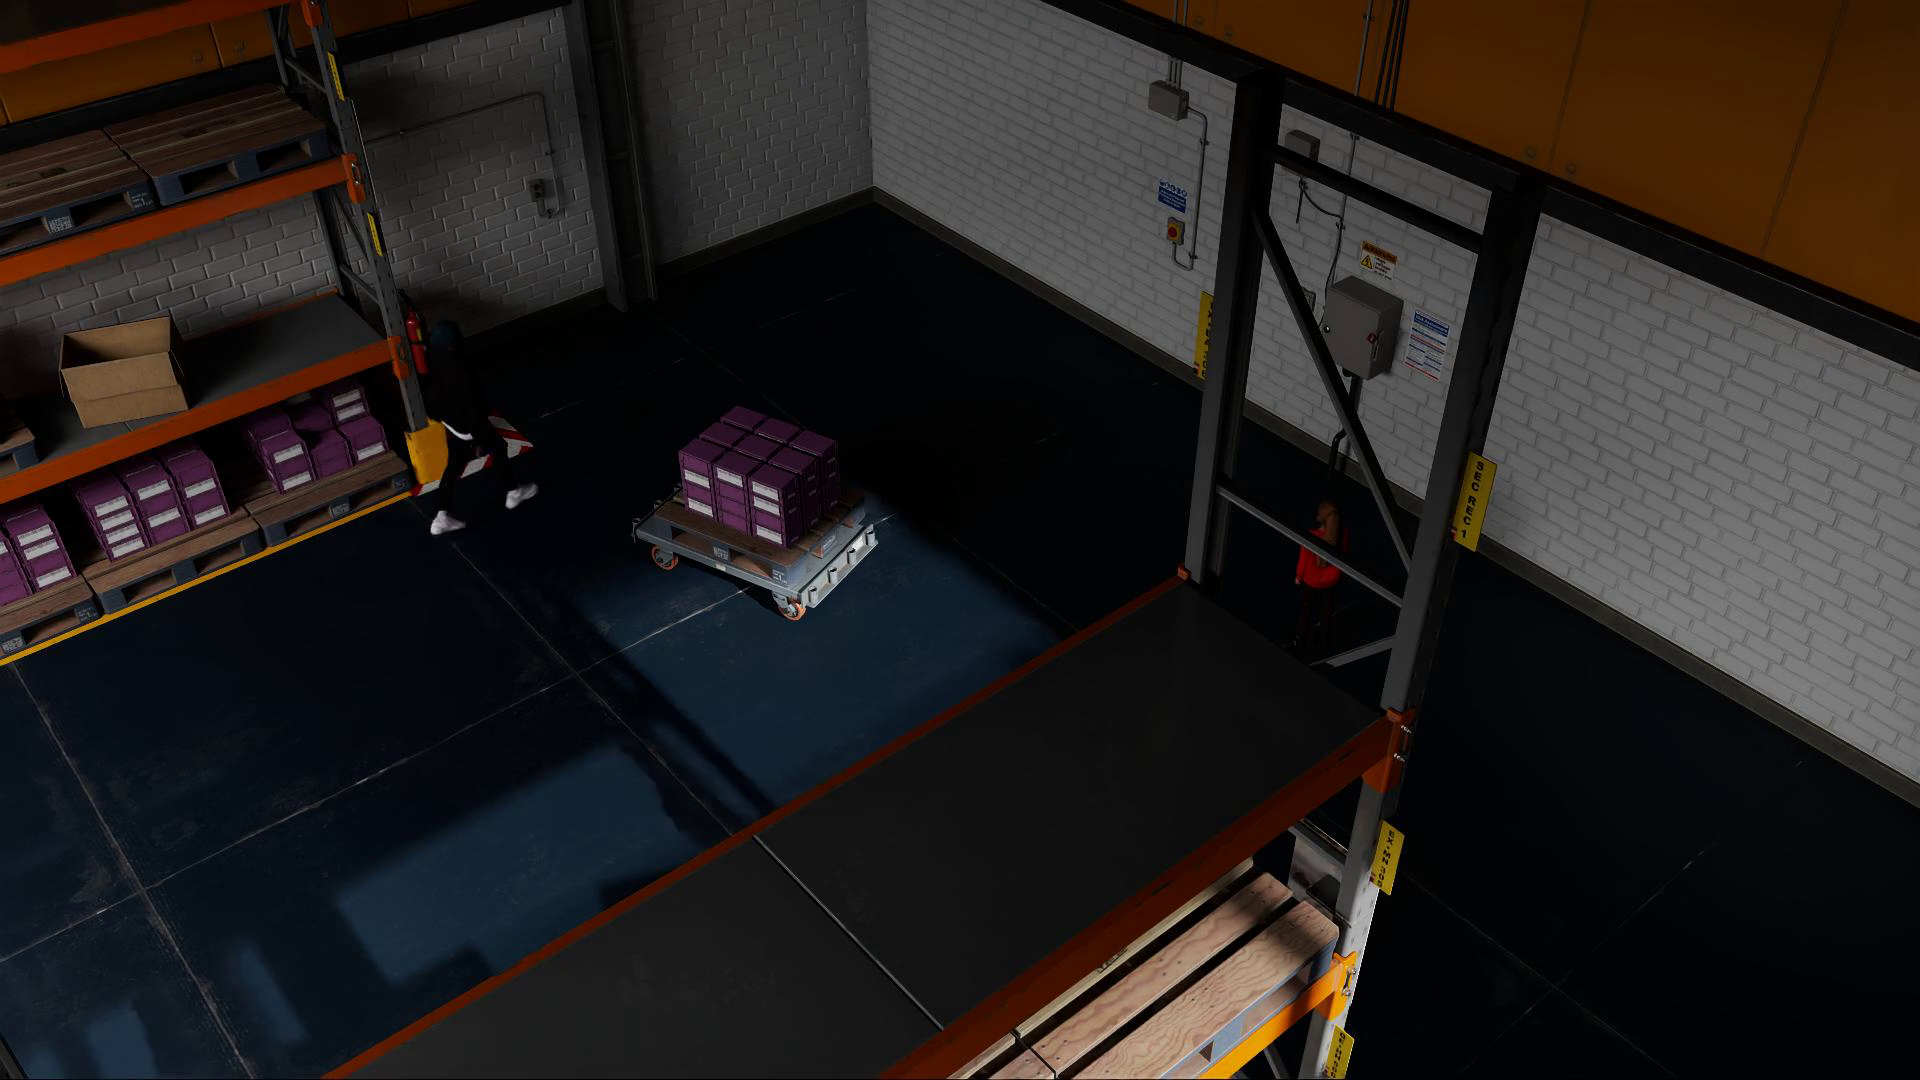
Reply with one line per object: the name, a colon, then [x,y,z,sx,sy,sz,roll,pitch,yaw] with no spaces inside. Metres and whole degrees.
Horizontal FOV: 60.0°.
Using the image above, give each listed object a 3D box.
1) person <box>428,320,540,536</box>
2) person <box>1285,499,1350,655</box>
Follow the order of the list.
person: [-3.764,-0.814,12.421,0.863,1.778,1.255,26,45,29]
person: [2.488,0.247,11.490,0.560,1.282,0.639,-6,39,-8]
